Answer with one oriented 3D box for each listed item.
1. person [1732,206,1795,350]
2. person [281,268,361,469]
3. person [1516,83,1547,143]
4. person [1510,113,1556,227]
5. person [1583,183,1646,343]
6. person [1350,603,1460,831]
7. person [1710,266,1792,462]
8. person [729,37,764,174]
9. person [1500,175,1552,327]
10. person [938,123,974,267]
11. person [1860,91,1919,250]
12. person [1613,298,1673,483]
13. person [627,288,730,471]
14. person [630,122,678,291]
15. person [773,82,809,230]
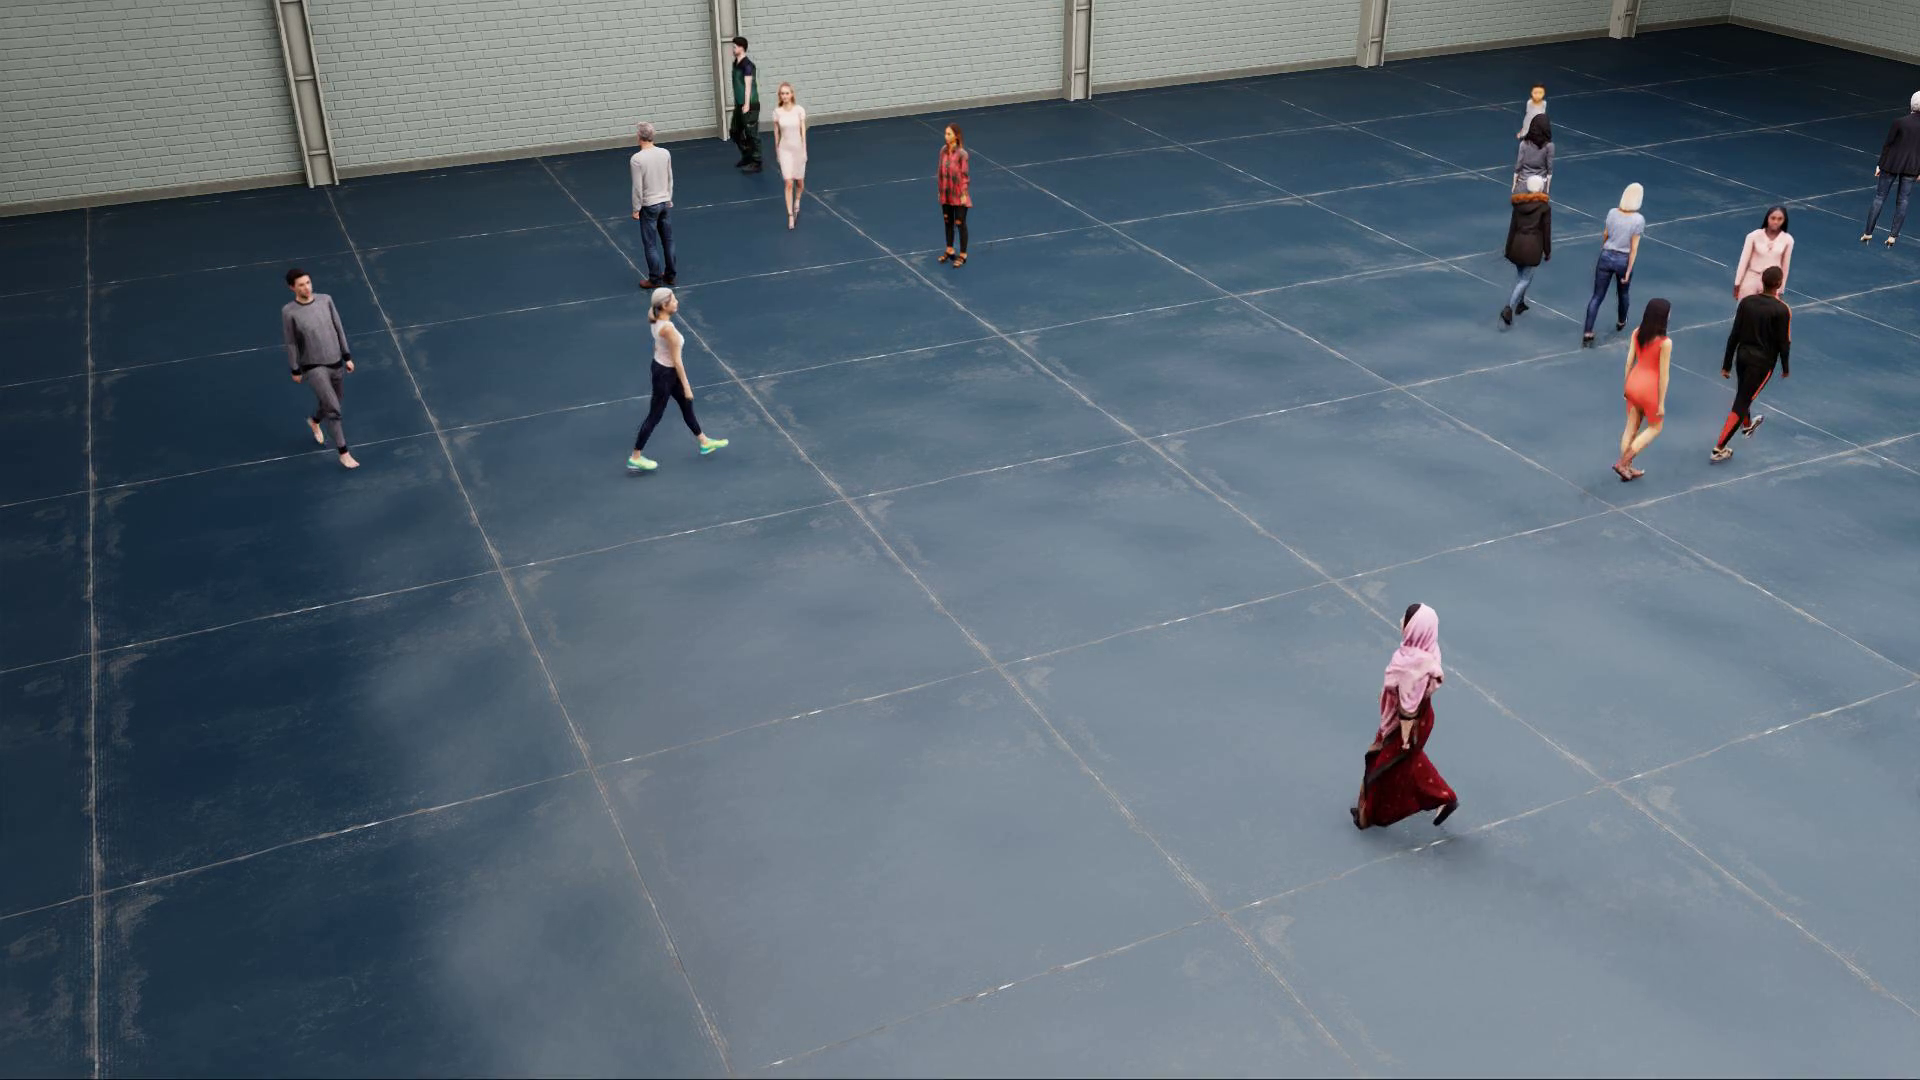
[{"bbox_3d":[8.130,-2.578,16.931,0.909,1.708,0.957,8,29,14],"label":"person"},{"bbox_3d":[-5.787,-1.586,14.966,1.057,1.804,1.178,21,34,34],"label":"person"},{"bbox_3d":[7.904,-5.656,22.987,0.707,1.449,0.783,4,28,8],"label":"person"},{"bbox_3d":[6.857,-4.229,19.974,0.668,1.762,0.727,10,30,17],"label":"person"},{"bbox_3d":[6.864,-2.872,17.524,0.935,1.671,1.205,19,34,32],"label":"person"},{"bbox_3d":[2.791,1.106,10.102,0.991,1.625,0.956,14,31,24],"label":"person"},{"bbox_3d":[7.076,-1.542,14.933,1.204,1.759,0.750,-18,33,-30],"label":"person"},{"bbox_3d":[-2.916,-6.127,23.407,0.658,1.887,0.707,-16,32,-27],"label":"person"},{"bbox_3d":[6.134,-3.125,18.063,1.106,1.609,0.849,-24,36,-37],"label":"person"},{"bbox_3d":[-0.065,-4.126,19.845,0.689,1.702,0.673,24,37,38],"label":"person"},{"bbox_3d":[10.498,-4.171,18.631,0.823,1.784,0.790,10,30,18],"label":"person"},{"bbox_3d":[5.895,-1.262,14.456,0.701,1.713,0.627,-14,31,-25],"label":"person"},{"bbox_3d":[-2.688,-1.382,14.749,1.180,1.648,0.615,-12,30,-22],"label":"person"},{"bbox_3d":[-3.511,-3.836,19.078,0.887,1.910,0.733,22,35,35],"label":"person"},{"bbox_3d":[-2.131,-4.935,21.265,1.074,1.795,0.868,-3,28,-6],"label":"person"}]
